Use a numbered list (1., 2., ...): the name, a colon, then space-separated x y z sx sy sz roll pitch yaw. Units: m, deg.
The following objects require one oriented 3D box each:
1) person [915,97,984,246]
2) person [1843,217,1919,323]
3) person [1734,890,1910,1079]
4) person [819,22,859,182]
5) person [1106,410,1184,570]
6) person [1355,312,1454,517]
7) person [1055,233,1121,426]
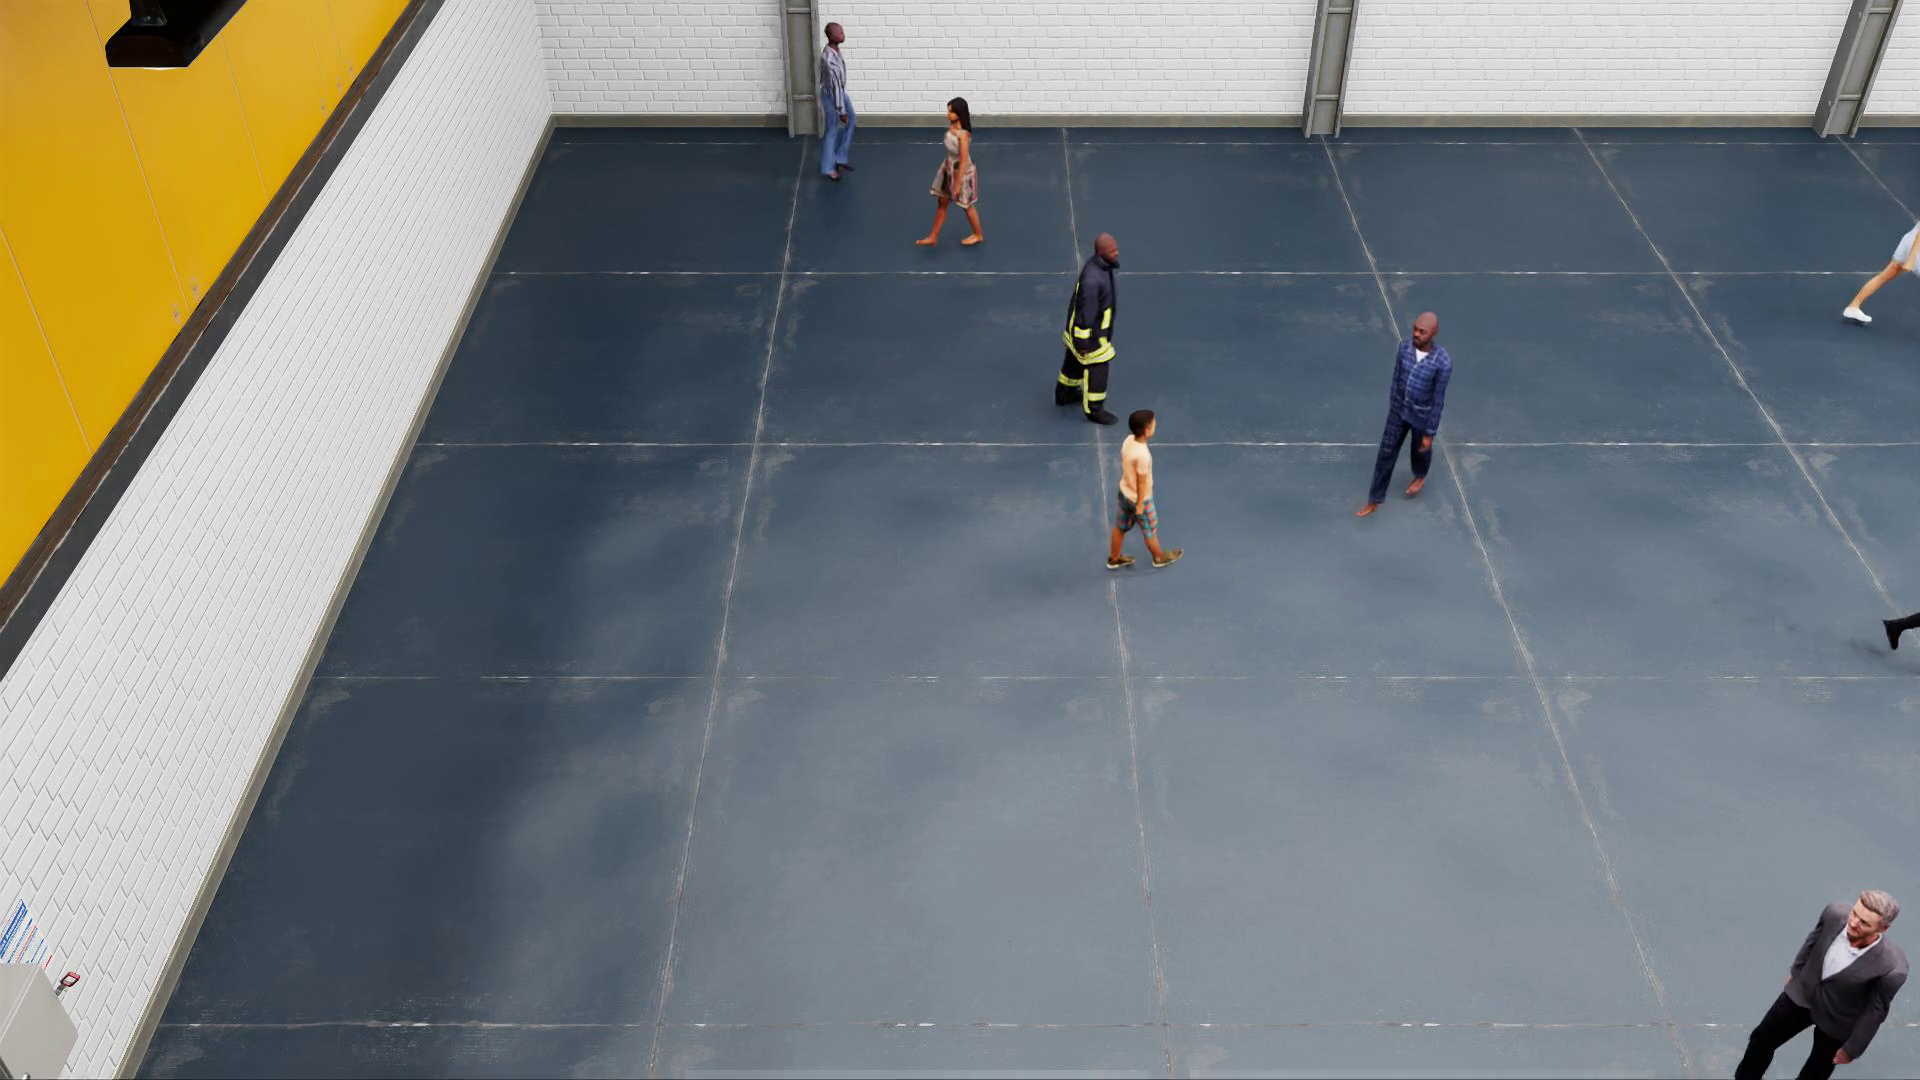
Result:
1. person: 0.057 -3.695 16.800 1.051 1.615 0.860 -14 41 -17
2. person: 8.814 -2.700 15.509 1.267 1.670 0.936 15 41 18
3. person: 4.702 2.473 8.910 1.024 1.822 0.944 -17 42 -20
4. person: -1.440 -4.713 17.942 0.658 1.779 0.644 0 39 0
5. person: 1.288 -0.346 12.740 0.899 1.447 0.732 -13 40 -16
6. person: 3.693 -1.042 13.350 1.176 1.773 1.185 28 46 31
7. person: 1.080 -1.880 14.375 0.966 1.804 0.866 7 39 8
